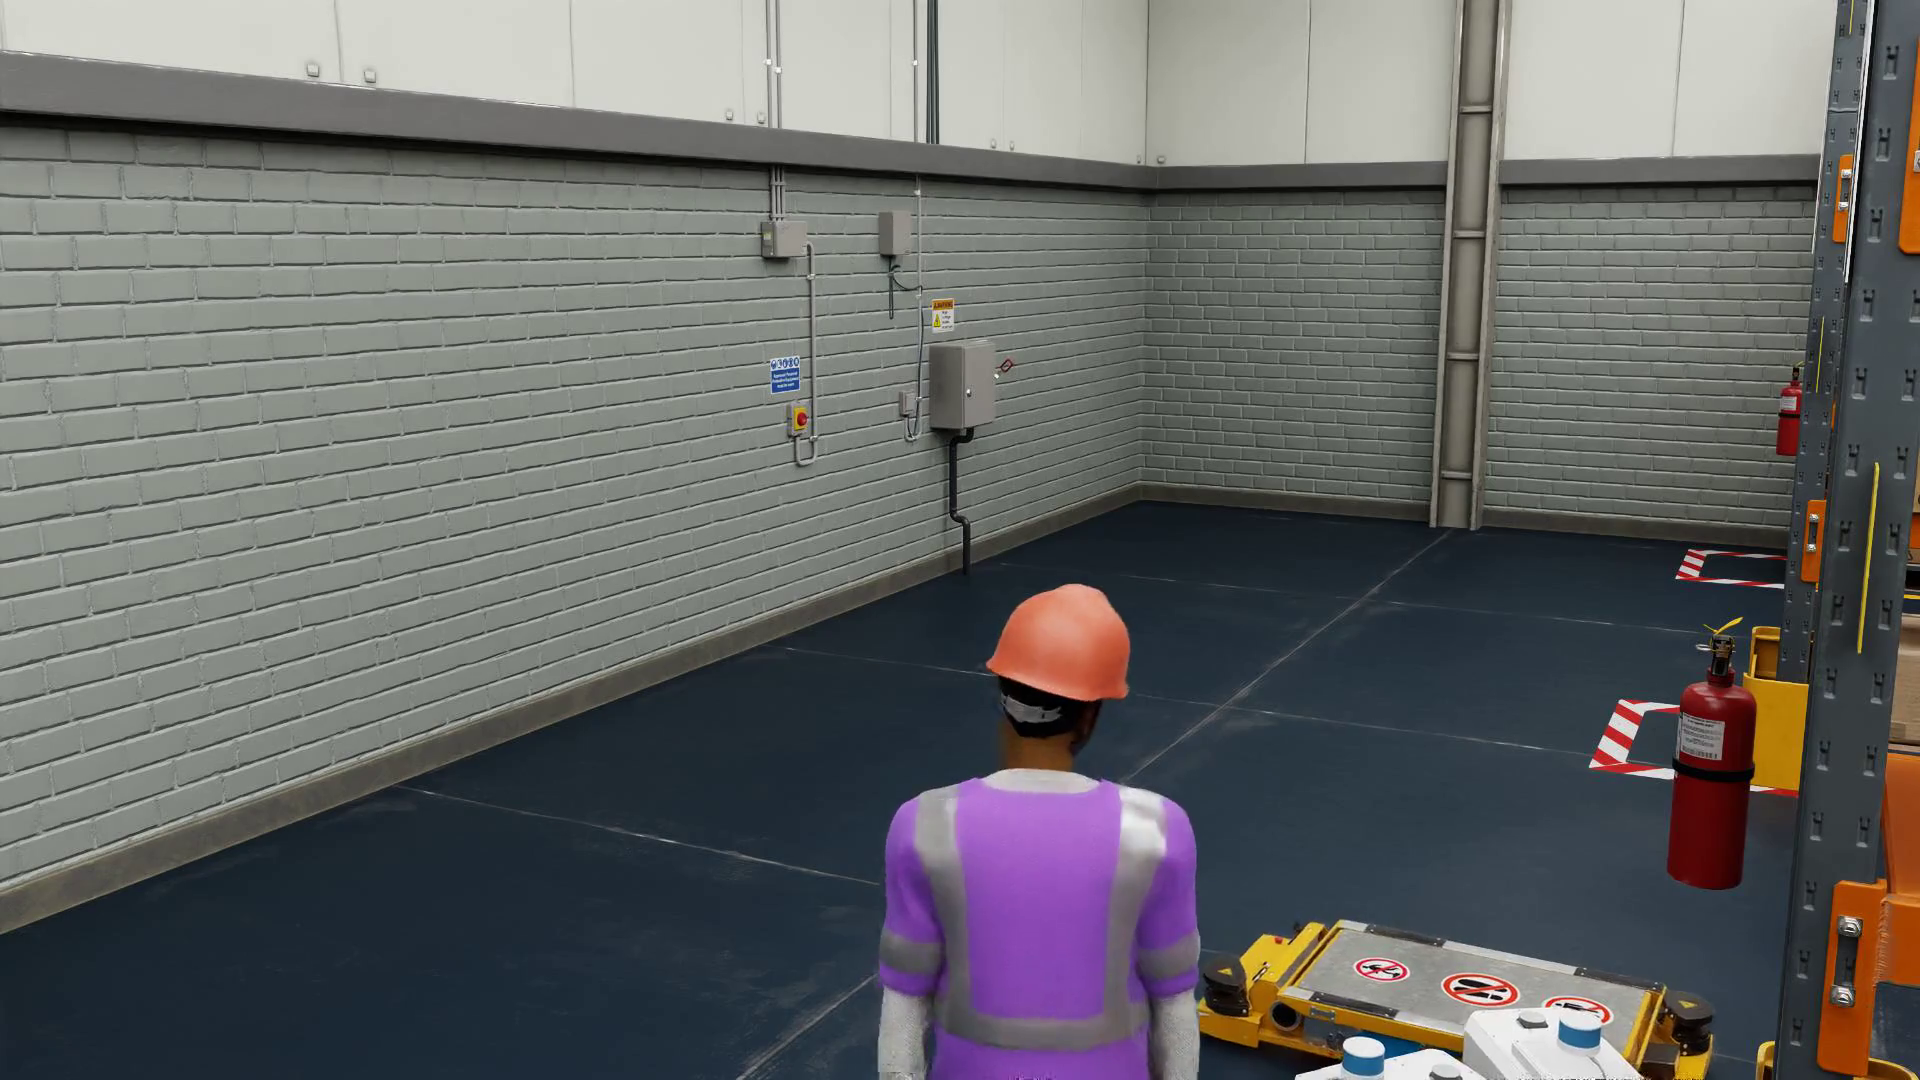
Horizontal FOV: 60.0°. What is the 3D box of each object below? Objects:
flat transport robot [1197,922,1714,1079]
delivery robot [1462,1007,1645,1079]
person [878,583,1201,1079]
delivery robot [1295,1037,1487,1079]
[{"bbox_3d":[1.510,1.458,5.121,1.431,0.197,0.652,6,12,29],"label":"flat transport robot"},{"bbox_3d":[1.555,1.437,4.208,0.477,0.478,0.707,-1,10,-6],"label":"delivery robot"},{"bbox_3d":[0.140,1.033,2.985,0.573,1.921,0.453,1,10,6],"label":"person"},{"bbox_3d":[0.977,1.462,4.071,0.707,0.478,0.477,-5,11,-23],"label":"delivery robot"}]
